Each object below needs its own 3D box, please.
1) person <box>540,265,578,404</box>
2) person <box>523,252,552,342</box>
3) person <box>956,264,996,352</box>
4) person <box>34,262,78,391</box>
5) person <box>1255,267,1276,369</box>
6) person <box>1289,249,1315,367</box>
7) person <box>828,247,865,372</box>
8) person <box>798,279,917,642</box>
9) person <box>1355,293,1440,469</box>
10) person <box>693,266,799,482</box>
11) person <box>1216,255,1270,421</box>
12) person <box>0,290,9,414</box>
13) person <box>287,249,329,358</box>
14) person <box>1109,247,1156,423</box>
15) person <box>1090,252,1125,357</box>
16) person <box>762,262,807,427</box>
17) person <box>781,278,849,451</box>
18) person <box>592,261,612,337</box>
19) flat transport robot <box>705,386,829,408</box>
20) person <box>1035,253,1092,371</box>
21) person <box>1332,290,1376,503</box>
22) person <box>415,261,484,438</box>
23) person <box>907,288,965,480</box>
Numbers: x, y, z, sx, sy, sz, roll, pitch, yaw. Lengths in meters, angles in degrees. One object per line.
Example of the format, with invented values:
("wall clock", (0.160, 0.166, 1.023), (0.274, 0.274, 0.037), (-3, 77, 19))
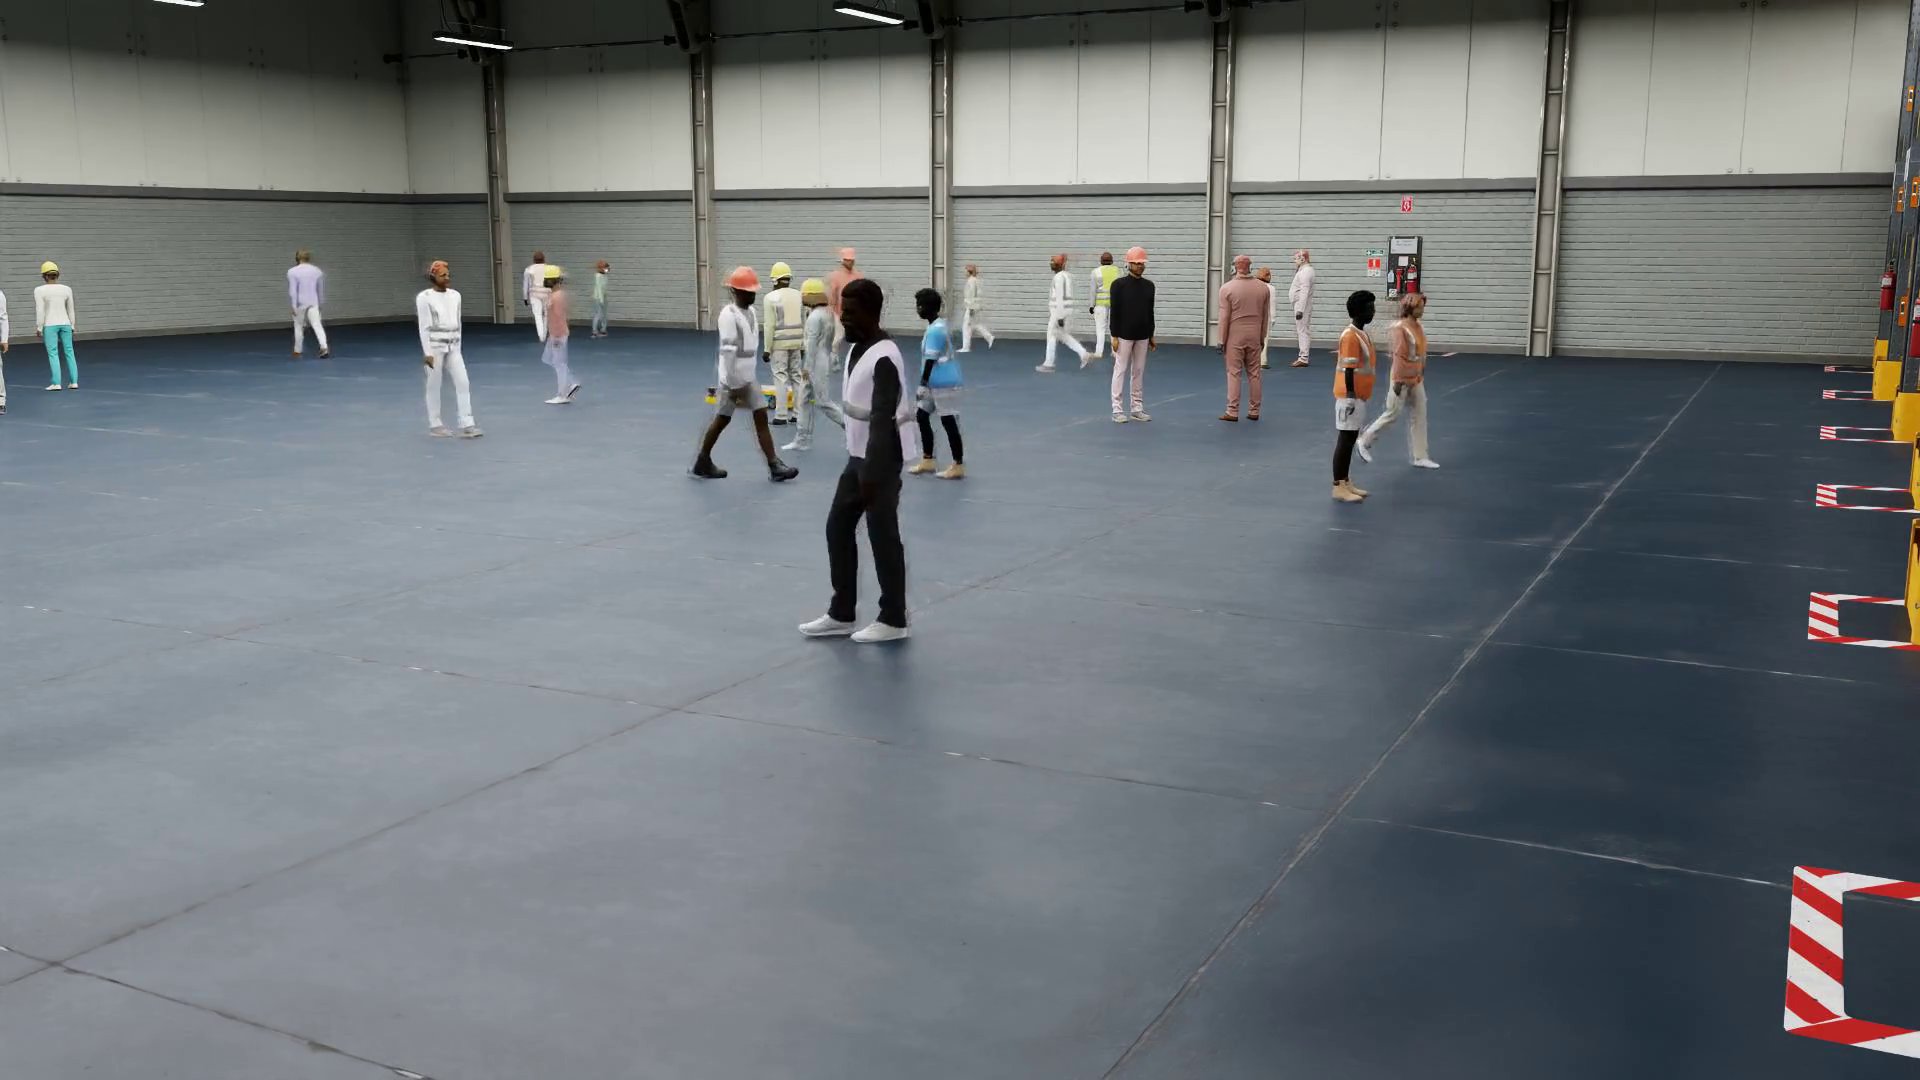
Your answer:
("person", (-5.125, -2.596, 21.048), (0.374, 1.752, 0.551), (-3, 11, -17))
("person", (-8.439, -4.879, 33.429), (0.639, 1.797, 0.945), (-4, 11, -21))
("person", (0.282, -4.225, 30.335), (0.650, 1.616, 0.522), (1, 10, 4))
("person", (-12.469, -2.941, 22.918), (0.324, 1.767, 0.533), (6, 12, 32))
("person", (4.794, -3.532, 26.538), (0.506, 1.623, 0.298), (7, 13, 34))
("person", (5.551, -3.768, 27.063), (0.407, 1.903, 0.639), (3, 11, 16))
("person", (-1.765, -3.537, 25.673), (0.619, 1.966, 0.972), (-4, 11, -22))
("person", (-0.544, -0.392, 8.625), (0.628, 1.905, 0.621), (-4, 11, -19))
("person", (4.062, -1.478, 15.357), (0.754, 1.613, 0.529), (10, 14, 42))
("person", (-1.908, -1.419, 14.387), (1.028, 1.876, 0.594), (4, 11, 23))
("person", (3.231, -2.312, 19.129), (0.639, 1.901, 0.402), (-3, 11, -18))
("person", (-11.636, -2.397, 19.756), (0.599, 1.836, 0.404), (-4, 11, -19))
("person", (-11.328, -4.099, 28.895), (0.994, 1.900, 0.644), (9, 14, 40))
("person", (1.982, -2.344, 19.036), (0.608, 1.996, 0.382), (-6, 12, -28))
("person", (2.560, -4.112, 29.107), (0.634, 1.840, 0.429), (-3, 11, -15))
("person", (-1.969, -2.170, 18.529), (0.404, 1.833, 0.591), (10, 14, 43))
("person", (-1.367, -1.724, 16.426), (0.768, 1.715, 0.487), (-1, 10, -6))
("person", (-7.511, -5.024, 34.719), (0.502, 1.597, 0.517), (2, 11, 12))
("flat transport robot", (-2.422, -1.811, 20.839), (1.431, 0.197, 0.652), (5, 12, 27))
("person", (1.620, -3.543, 25.968), (0.816, 1.863, 0.578), (3, 11, 18))
("person", (3.168, -1.155, 13.361), (0.317, 1.697, 0.540), (4, 11, 22))
("person", (-5.339, -1.970, 17.385), (0.852, 1.847, 0.596), (8, 13, 36))
("person", (-0.241, -1.355, 14.501), (0.620, 1.661, 0.553), (0, 10, -2))
